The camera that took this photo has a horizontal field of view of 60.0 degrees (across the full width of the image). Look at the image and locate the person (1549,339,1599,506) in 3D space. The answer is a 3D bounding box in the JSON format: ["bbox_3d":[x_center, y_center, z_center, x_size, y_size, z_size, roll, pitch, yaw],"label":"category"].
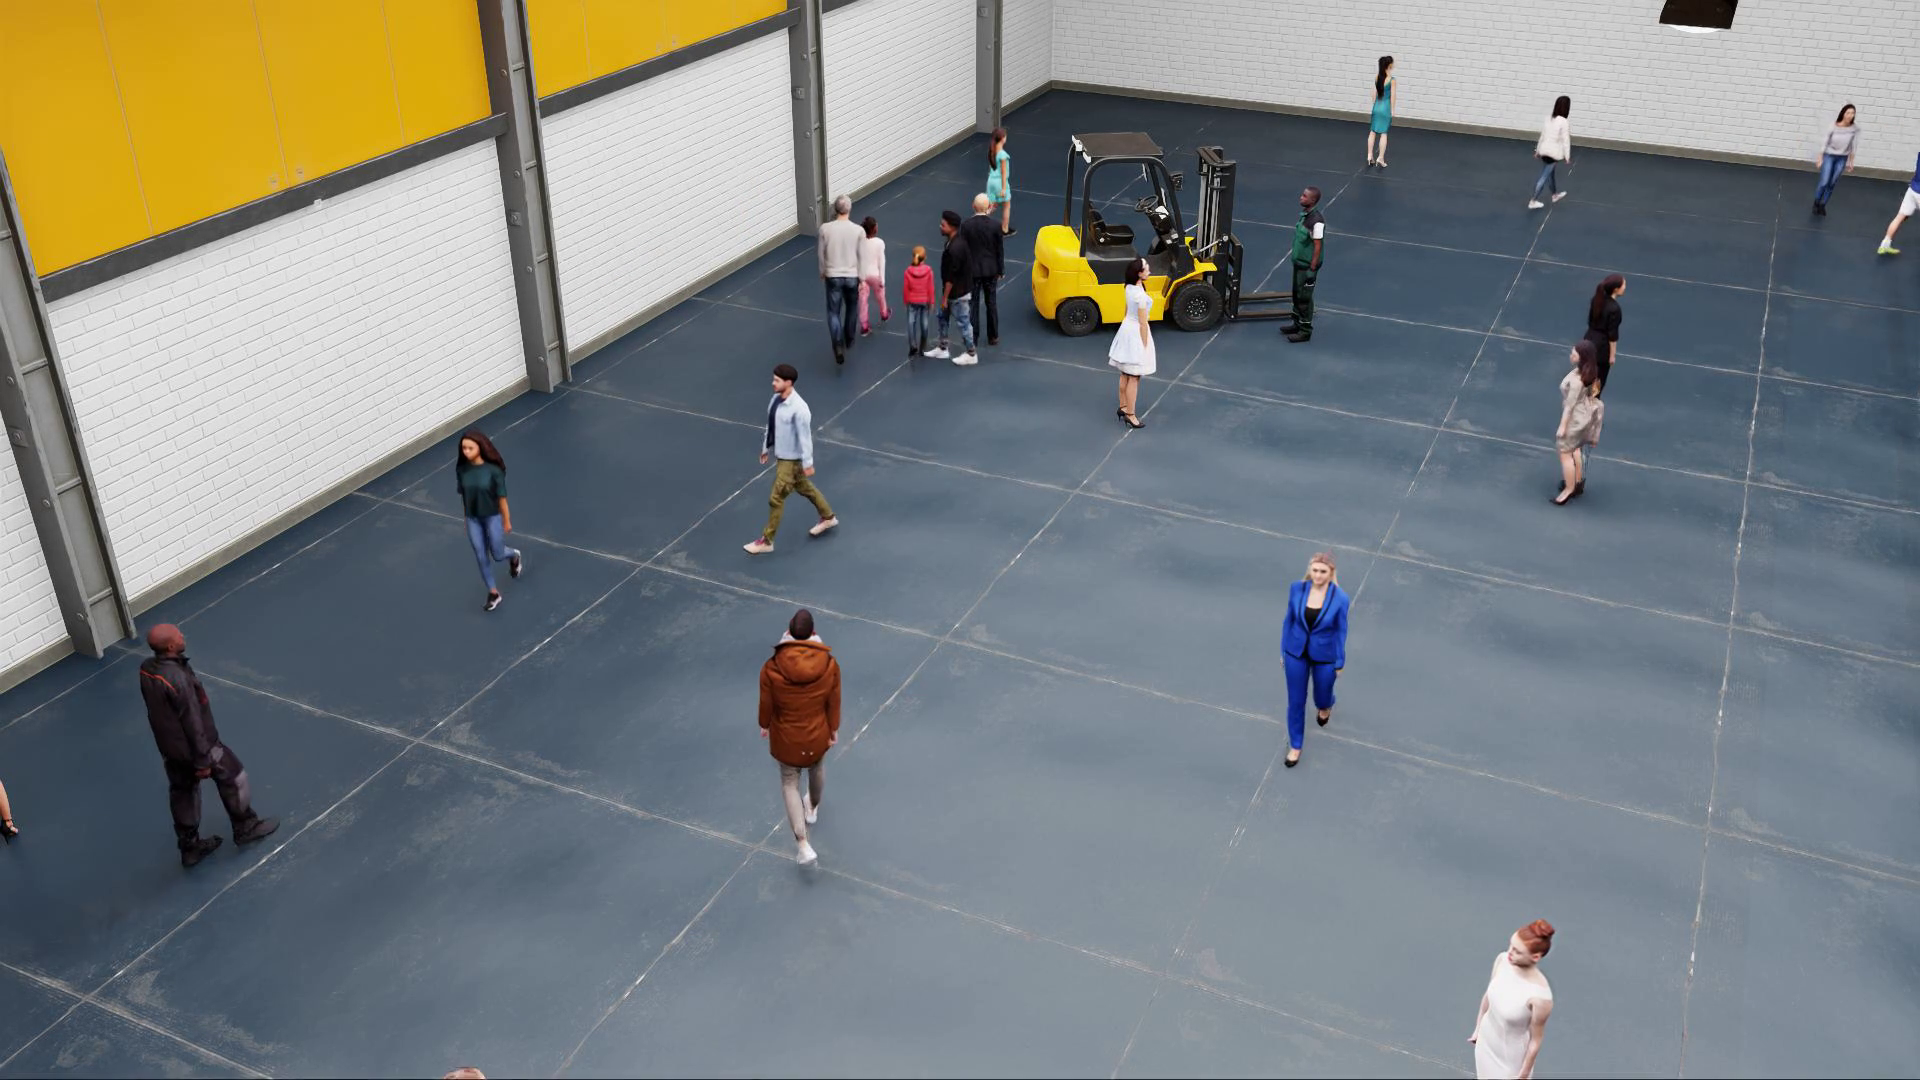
[{"bbox_3d":[5.809,-1.105,15.661,0.552,1.718,0.824,-22,36,-35],"label":"person"}]

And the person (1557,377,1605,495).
[{"bbox_3d":[6.021,-1.028,16.068,0.524,1.192,0.525,24,37,37],"label":"person"}]

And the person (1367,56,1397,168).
[{"bbox_3d":[6.577,-6.681,25.913,0.601,1.690,0.610,-23,36,-36],"label":"person"}]

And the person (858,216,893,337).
[{"bbox_3d":[-1.086,-3.103,19.638,0.657,1.417,0.967,7,29,12],"label":"person"}]

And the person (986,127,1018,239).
[{"bbox_3d":[0.456,-4.833,22.685,1.059,1.537,0.837,-21,35,-33],"label":"person"}]

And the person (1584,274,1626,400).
[{"bbox_3d":[6.624,-1.967,17.305,0.736,1.657,0.673,-9,30,-15],"label":"person"}]

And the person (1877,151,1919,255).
[{"bbox_3d":[12.628,-4.589,21.980,1.072,1.782,1.171,-2,29,-4],"label":"person"}]

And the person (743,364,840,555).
[{"bbox_3d":[-1.446,-0.750,14.959,1.299,1.766,1.161,-14,32,-24],"label":"person"}]

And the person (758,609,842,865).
[{"bbox_3d":[-1.054,1.332,11.098,1.131,1.809,1.225,-8,30,-14],"label":"person"}]

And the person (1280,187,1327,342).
[{"bbox_3d":[4.043,-3.230,19.430,0.844,1.839,0.737,-4,29,-7],"label":"person"}]

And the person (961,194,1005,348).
[{"bbox_3d":[0.246,-3.127,19.283,0.774,1.798,0.771,-4,29,-6],"label":"person"}]

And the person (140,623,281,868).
[{"bbox_3d":[-5.192,1.392,10.988,0.770,1.808,0.908,17,33,28],"label":"person"}]

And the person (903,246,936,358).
[{"bbox_3d":[-0.467,-2.694,19.001,0.666,1.309,0.774,0,29,0],"label":"person"}]

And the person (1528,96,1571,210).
[{"bbox_3d":[8.454,-5.551,23.925,1.077,1.610,1.000,-12,31,-20],"label":"person"}]

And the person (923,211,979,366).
[{"bbox_3d":[0.057,-2.827,18.745,0.962,1.787,0.942,0,29,0],"label":"person"}]

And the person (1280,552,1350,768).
[{"bbox_3d":[2.595,0.822,12.163,0.627,1.684,0.891,13,31,23],"label":"person"}]

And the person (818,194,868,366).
[{"bbox_3d":[-1.339,-2.909,18.816,1.112,1.863,1.341,-2,29,-4],"label":"person"}]

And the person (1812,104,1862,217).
[{"bbox_3d":[12.421,-5.415,23.668,0.690,1.617,0.710,4,29,7],"label":"person"}]

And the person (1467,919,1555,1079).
[{"bbox_3d":[2.855,2.675,8.653,0.701,1.793,0.639,-10,30,-17],"label":"person"}]

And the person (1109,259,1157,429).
[{"bbox_3d":[1.817,-2.052,17.294,0.920,1.816,0.855,-8,30,-14],"label":"person"}]

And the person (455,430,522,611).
[{"bbox_3d":[-4.008,-0.213,14.146,0.714,1.602,0.910,5,29,9],"label":"person"}]
